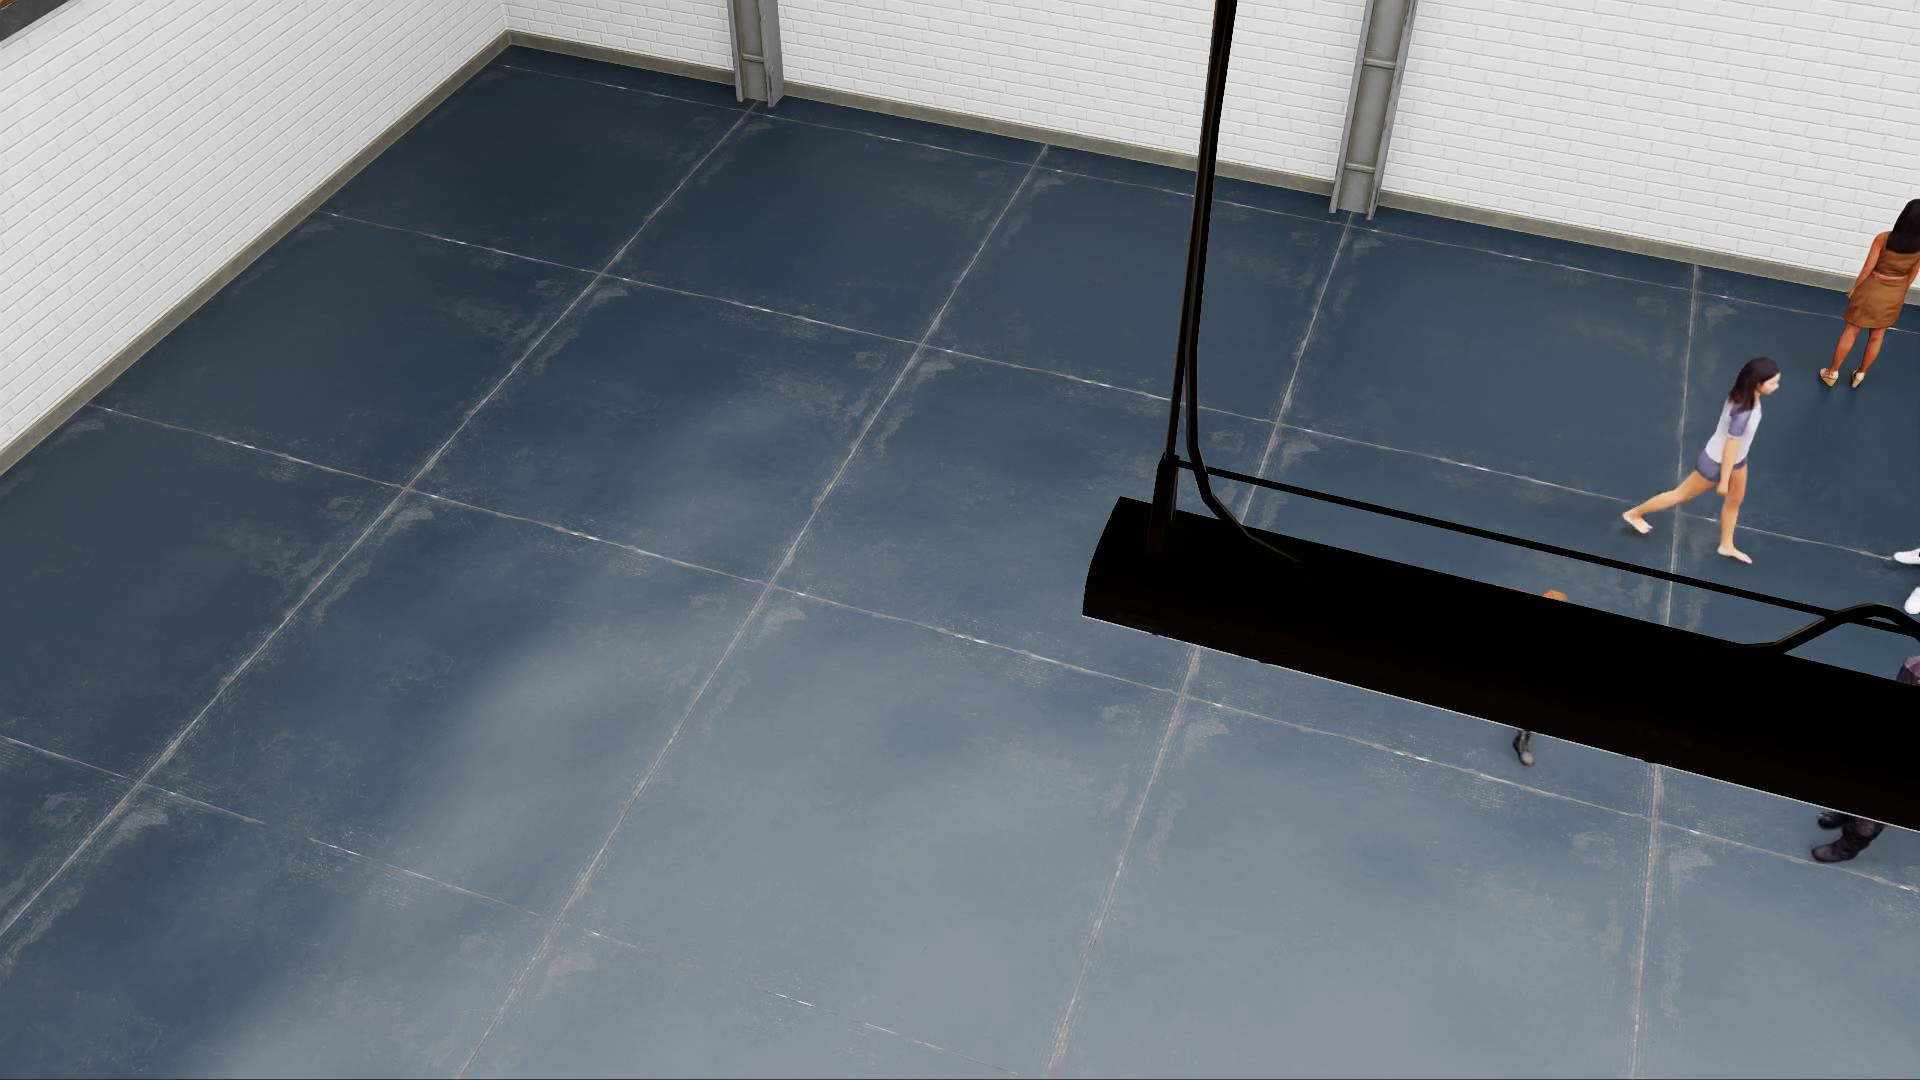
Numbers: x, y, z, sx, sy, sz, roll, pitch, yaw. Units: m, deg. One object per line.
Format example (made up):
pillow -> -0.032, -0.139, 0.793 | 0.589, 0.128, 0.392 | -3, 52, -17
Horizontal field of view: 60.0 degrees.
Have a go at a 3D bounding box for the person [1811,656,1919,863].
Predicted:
person -> 5.411, 1.226, 9.483 | 0.832, 1.838, 0.821 | -4, 44, -4

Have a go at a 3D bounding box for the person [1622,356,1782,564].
person -> 5.157, -0.570, 11.474 | 1.183, 1.692, 0.724 | 20, 47, 19

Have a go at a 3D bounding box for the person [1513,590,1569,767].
person -> 3.522, 0.751, 10.376 | 0.912, 1.294, 0.841 | -5, 44, -5

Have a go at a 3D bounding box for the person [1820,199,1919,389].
person -> 7.110, -1.895, 12.866 | 0.502, 1.690, 0.655 | 6, 44, 7
